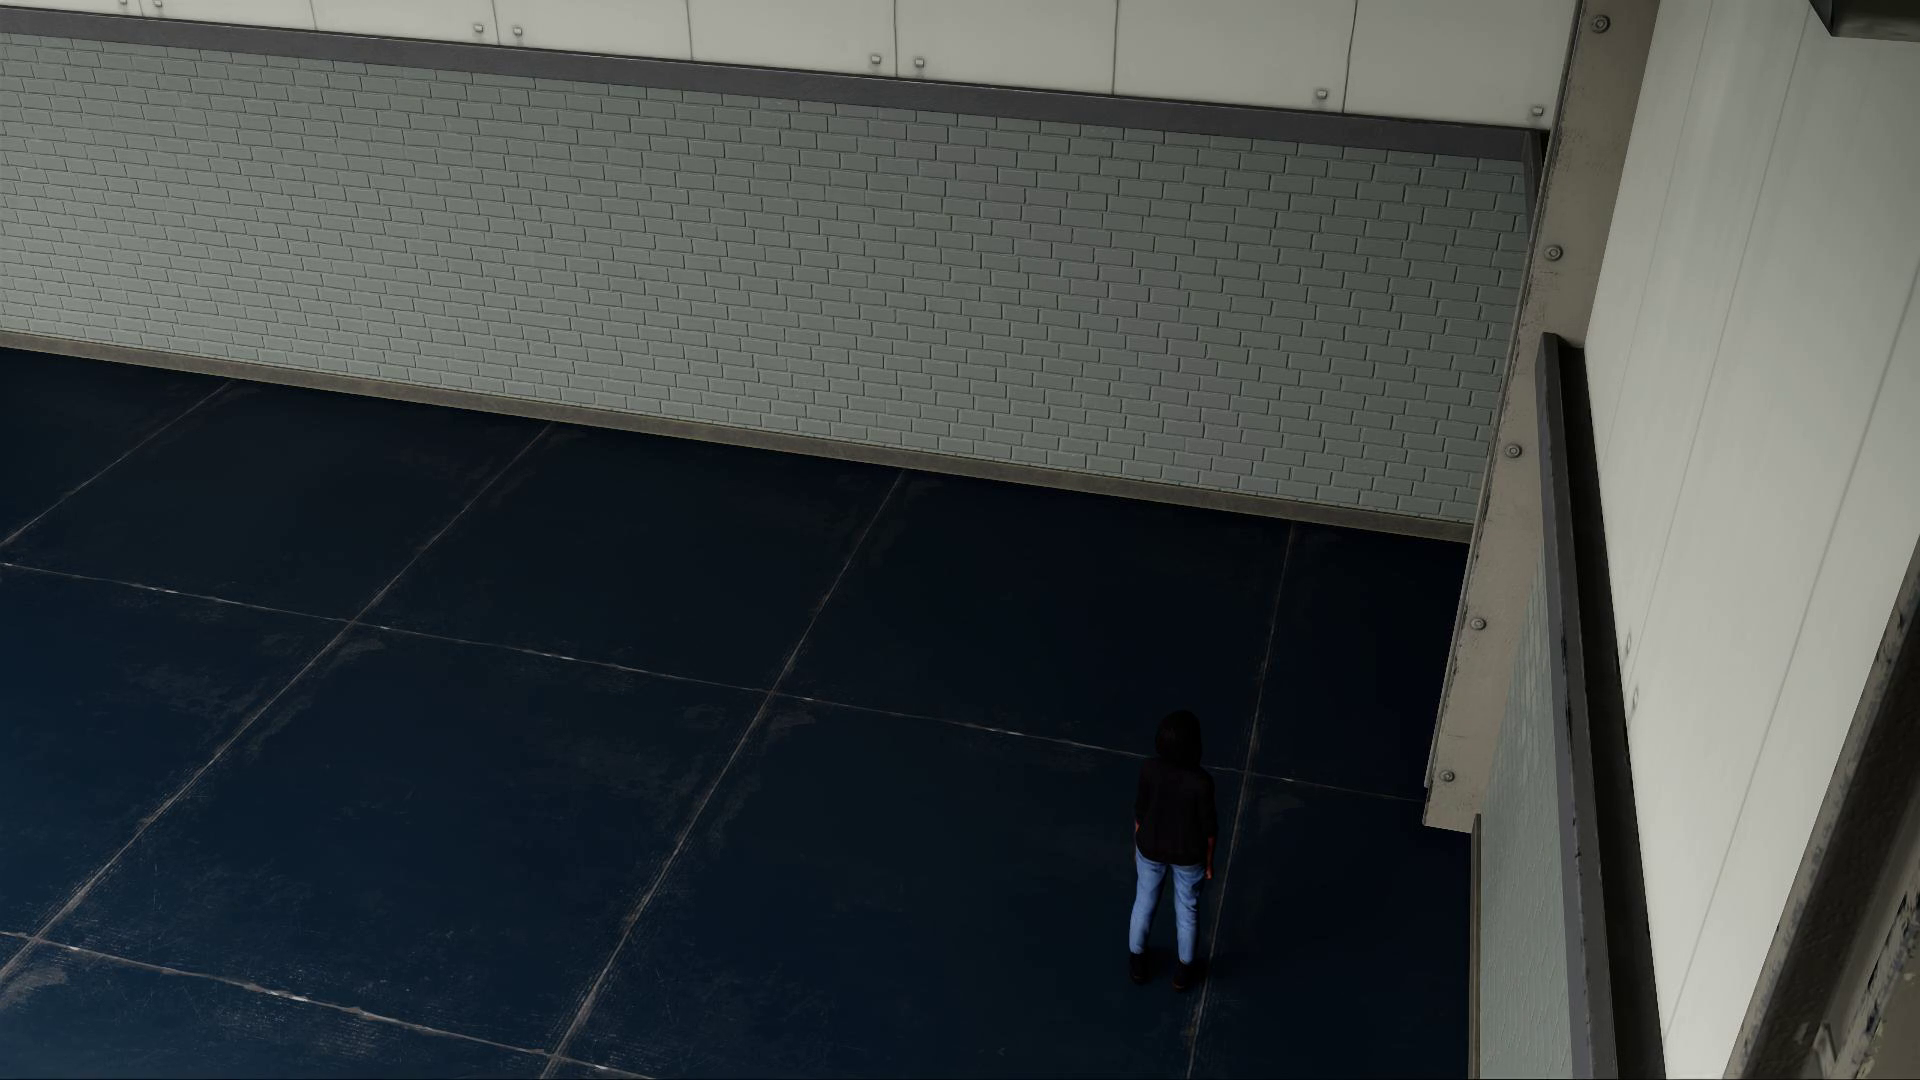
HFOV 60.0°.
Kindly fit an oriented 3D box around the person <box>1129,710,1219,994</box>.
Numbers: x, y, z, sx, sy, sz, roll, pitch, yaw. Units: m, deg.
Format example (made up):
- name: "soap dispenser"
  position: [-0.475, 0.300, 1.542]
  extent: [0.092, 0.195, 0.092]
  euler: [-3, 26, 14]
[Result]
- name: "person"
  position: [1.029, 1.516, 8.067]
  extent: [0.577, 1.702, 0.555]
  euler: [11, 34, 17]
